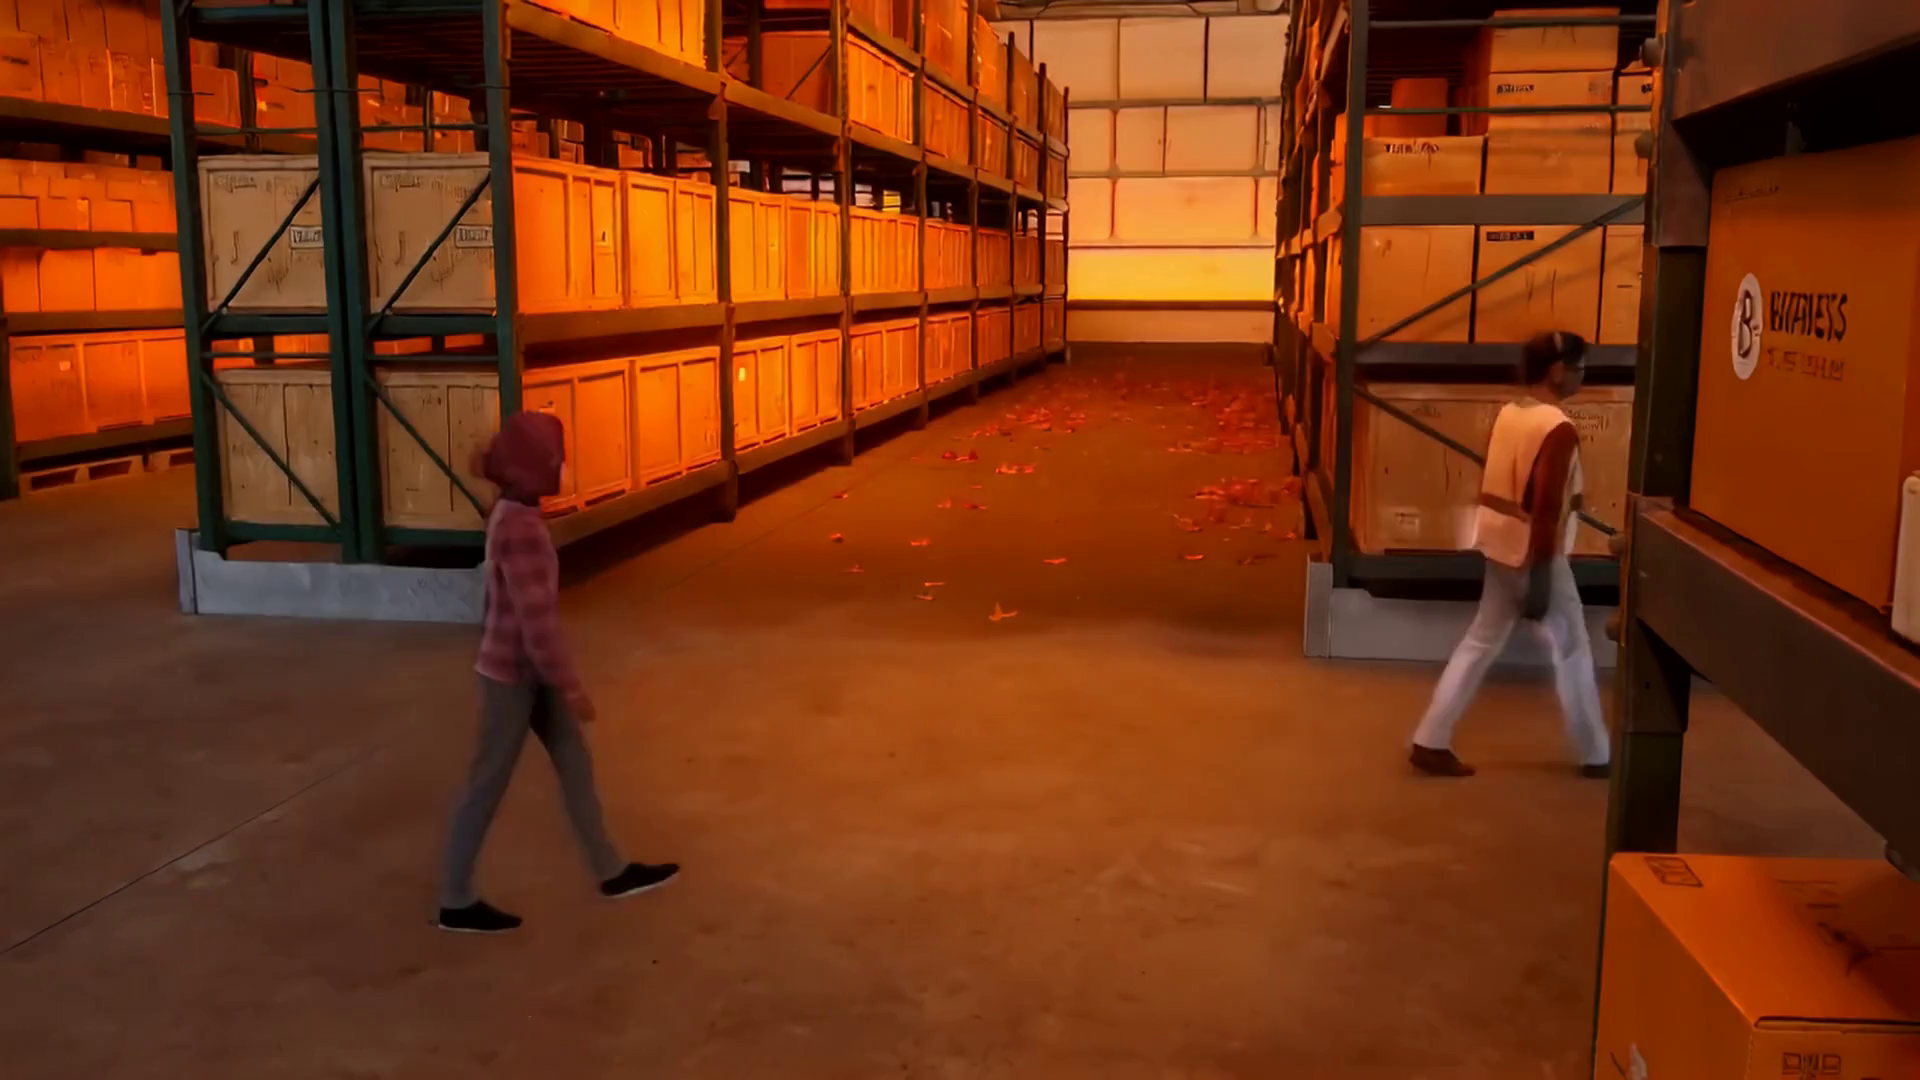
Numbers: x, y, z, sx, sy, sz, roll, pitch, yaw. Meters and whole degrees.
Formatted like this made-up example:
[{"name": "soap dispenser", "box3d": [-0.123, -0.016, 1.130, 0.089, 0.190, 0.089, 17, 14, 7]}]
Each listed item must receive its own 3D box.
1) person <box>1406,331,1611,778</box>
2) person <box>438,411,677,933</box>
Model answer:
[{"name": "person", "box3d": [2.255, 0.078, 6.573, 0.989, 1.804, 0.578, -1, 9, -7]}, {"name": "person", "box3d": [-1.253, 0.412, 5.096, 0.801, 1.602, 0.513, -1, 9, -9]}]
